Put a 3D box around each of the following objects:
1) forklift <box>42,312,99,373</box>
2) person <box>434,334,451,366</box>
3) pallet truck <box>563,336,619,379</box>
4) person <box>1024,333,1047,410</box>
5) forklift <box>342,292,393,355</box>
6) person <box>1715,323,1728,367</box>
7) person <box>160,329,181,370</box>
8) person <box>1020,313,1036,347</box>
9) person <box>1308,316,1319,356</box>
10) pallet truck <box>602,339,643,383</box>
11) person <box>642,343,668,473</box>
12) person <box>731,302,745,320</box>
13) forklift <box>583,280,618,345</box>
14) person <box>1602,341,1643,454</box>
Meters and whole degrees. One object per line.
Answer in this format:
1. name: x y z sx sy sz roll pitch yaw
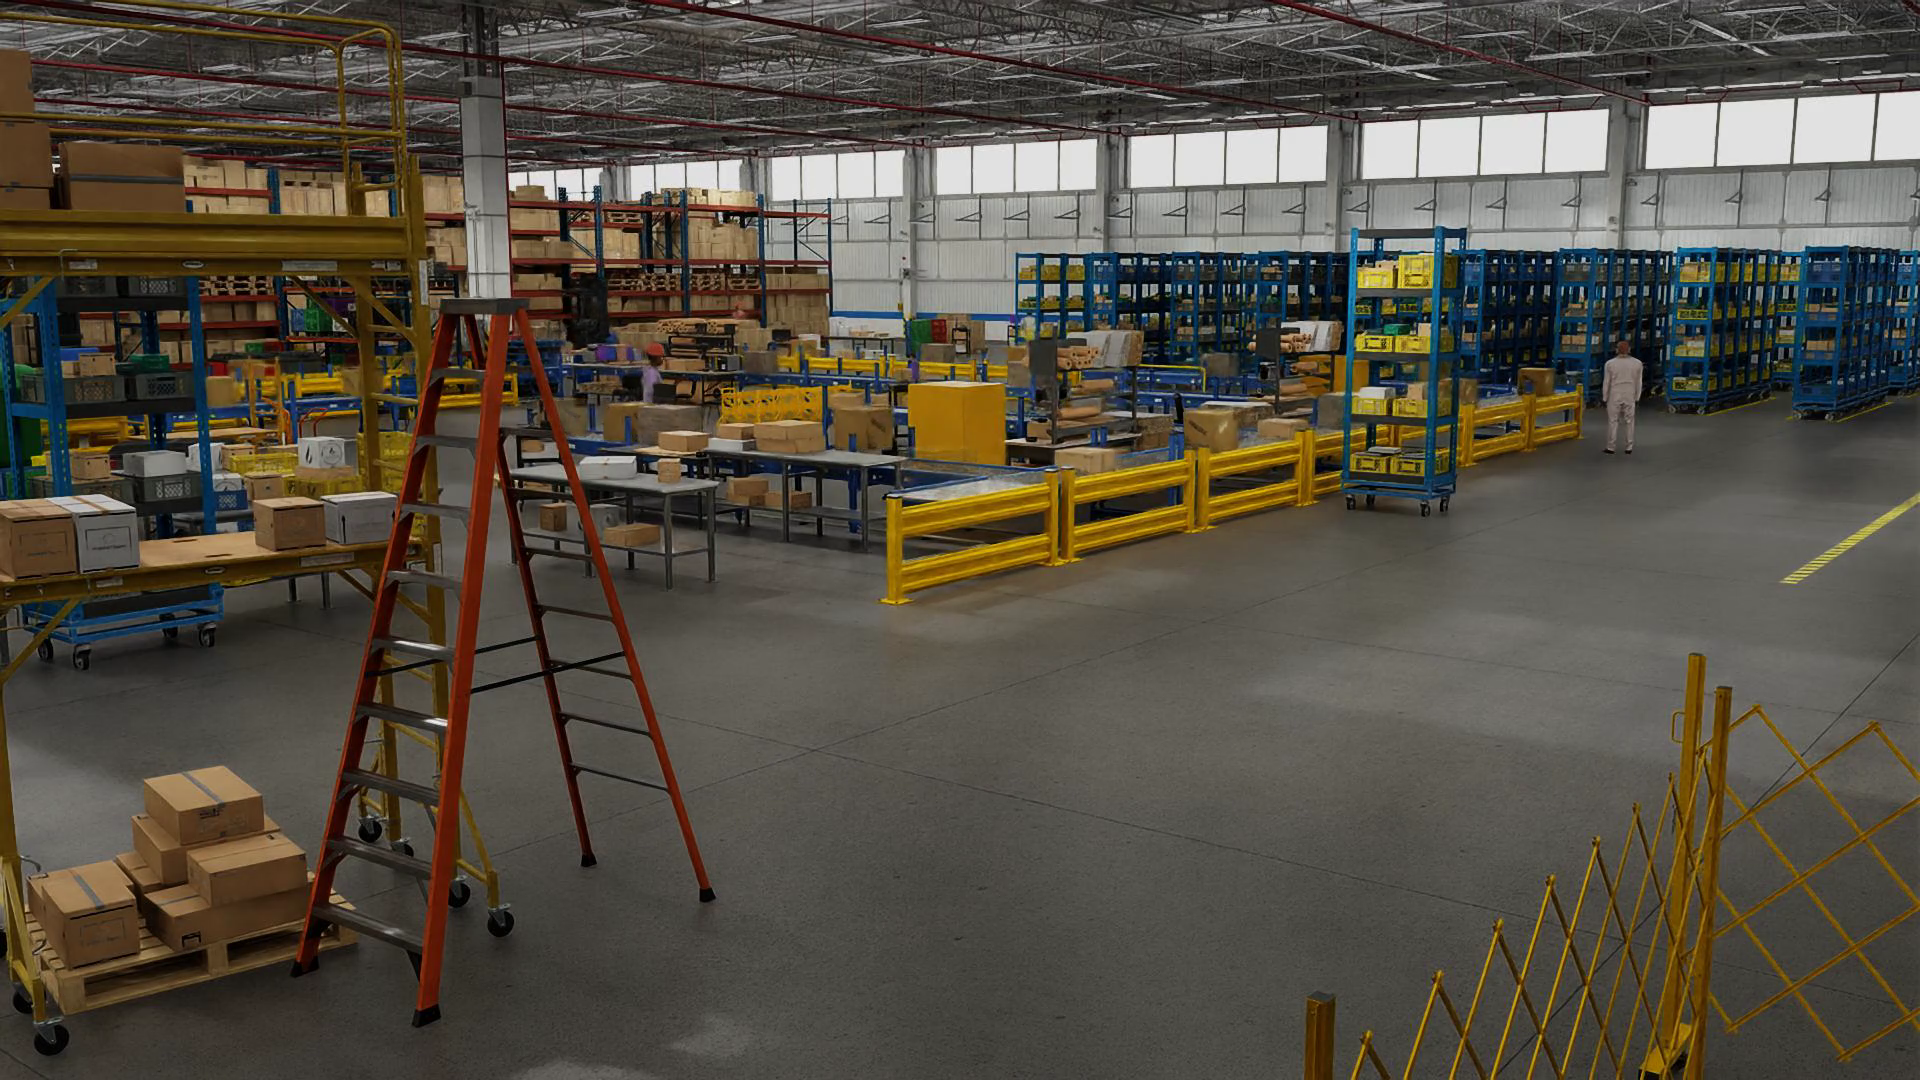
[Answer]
1. forklift: -23.779 -5.451 44.052 1.873 2.768 1.129 7 11 36
2. person: -14.604 -5.293 46.890 0.547 1.648 0.866 2 9 11
3. pallet truck: -10.690 -5.294 48.215 1.601 1.201 0.680 -5 10 -26
4. person: 1.664 -3.739 36.998 0.837 1.697 0.536 8 12 42
5. forklift: -16.485 -5.622 45.120 1.129 2.768 1.873 7 11 37
6. person: 19.697 -4.784 43.121 0.392 1.842 0.564 7 12 39
7. person: -24.520 -6.143 51.760 0.613 1.787 0.902 7 12 39
8. person: 2.293 -6.779 55.404 0.636 1.892 0.985 -1 9 -4
9. person: 10.717 -5.855 50.017 0.984 1.780 0.603 8 12 41
10. pallet truck: -8.991 -4.871 45.351 0.653 1.274 1.630 7 11 37
11. person: -4.582 -1.989 25.226 1.073 1.981 0.636 -1 9 -6
12. person: -8.387 -7.974 62.593 0.625 1.976 0.431 7 12 38
13. forklift: -11.883 -7.120 54.471 1.129 2.768 1.873 7 11 37
14. person: 11.143 -2.397 28.037 0.640 1.904 0.409 1 9 5
